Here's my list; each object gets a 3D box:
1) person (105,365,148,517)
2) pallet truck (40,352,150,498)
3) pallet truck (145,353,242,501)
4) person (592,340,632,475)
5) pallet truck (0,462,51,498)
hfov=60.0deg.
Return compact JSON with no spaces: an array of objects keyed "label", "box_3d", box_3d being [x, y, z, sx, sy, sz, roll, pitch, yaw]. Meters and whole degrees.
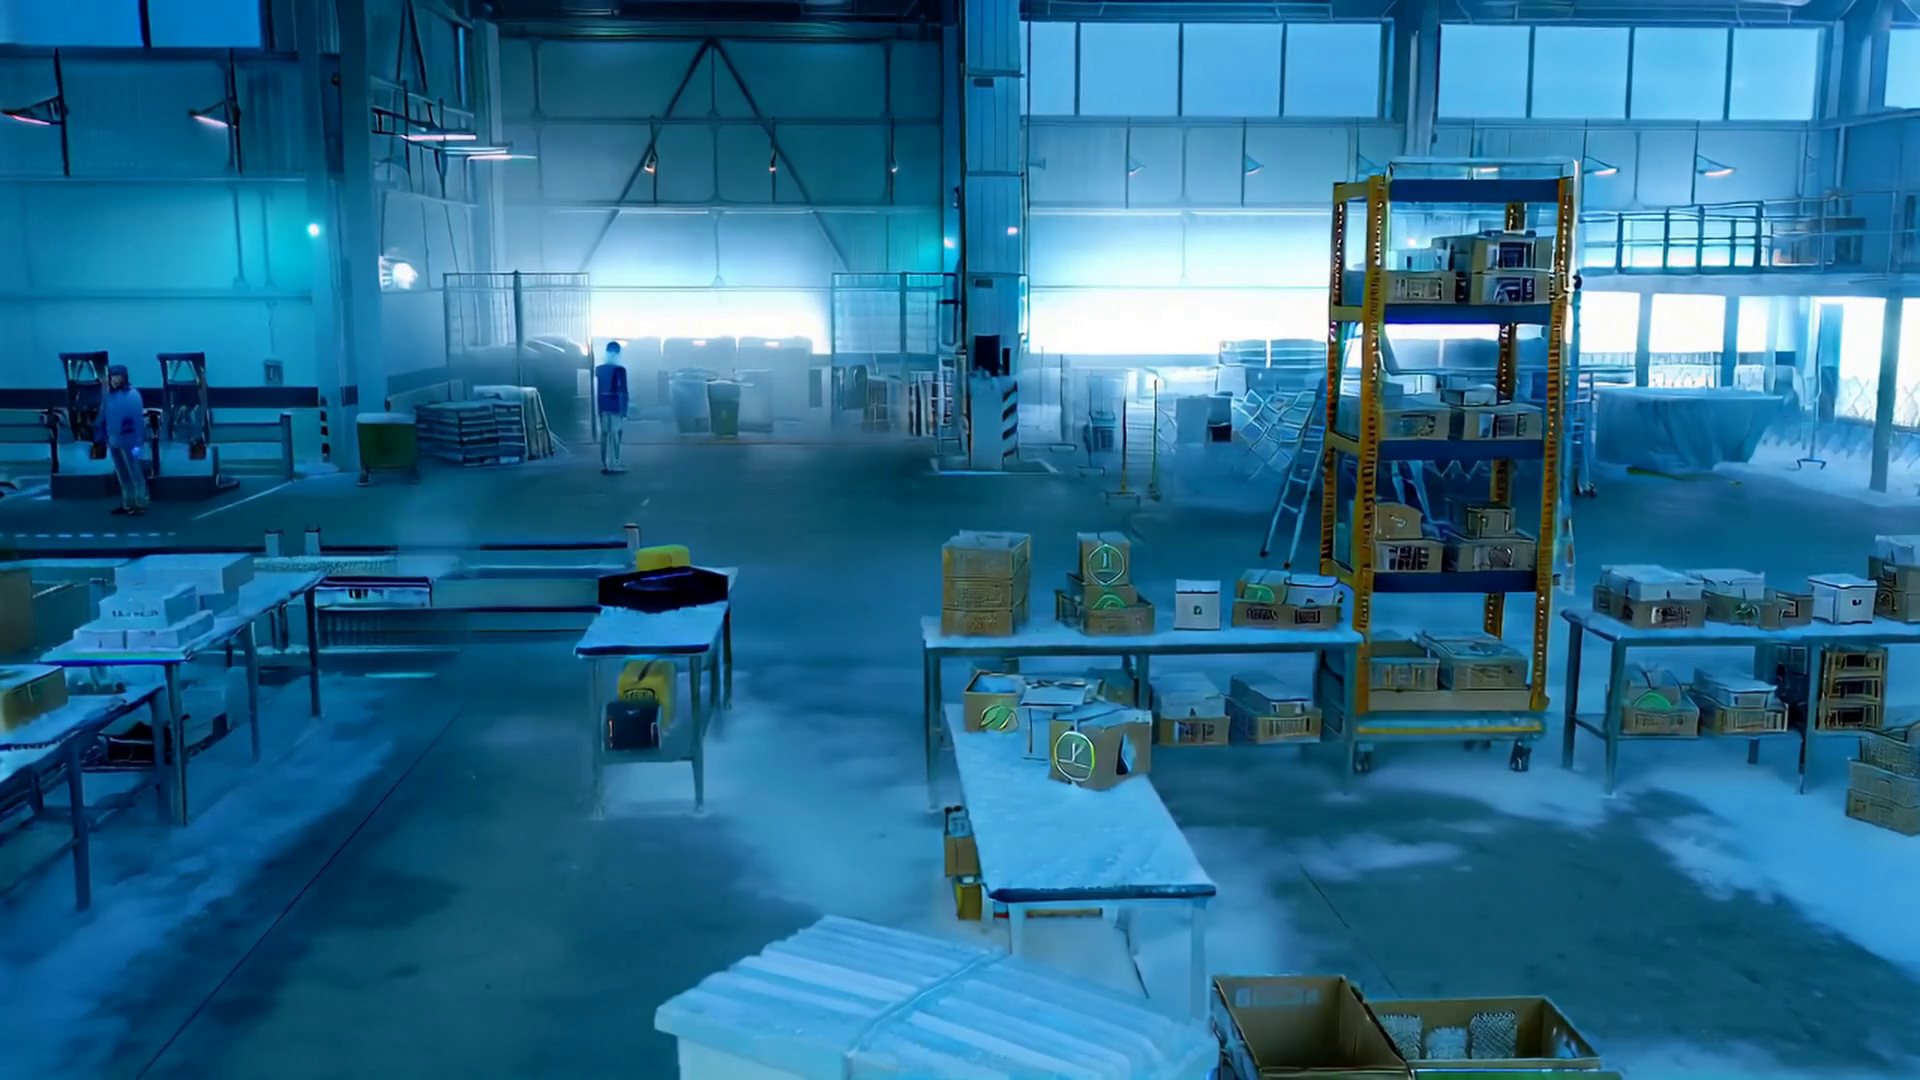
[{"label":"person","box_3d":[-10.511,-1.239,20.913,0.640,1.910,0.401,7,11,36]},{"label":"pallet truck","box_3d":[-11.907,-1.642,23.165,0.823,1.965,1.885,0,9,0]},{"label":"pallet truck","box_3d":[-10.520,-1.604,22.925,0.823,1.965,1.885,-1,9,-6]},{"label":"person","box_3d":[-5.300,-2.018,25.380,0.612,2.041,0.394,4,10,24]},{"label":"pallet truck","box_3d":[-13.193,-1.293,23.148,0.653,1.274,1.630,-1,9,-4]}]
